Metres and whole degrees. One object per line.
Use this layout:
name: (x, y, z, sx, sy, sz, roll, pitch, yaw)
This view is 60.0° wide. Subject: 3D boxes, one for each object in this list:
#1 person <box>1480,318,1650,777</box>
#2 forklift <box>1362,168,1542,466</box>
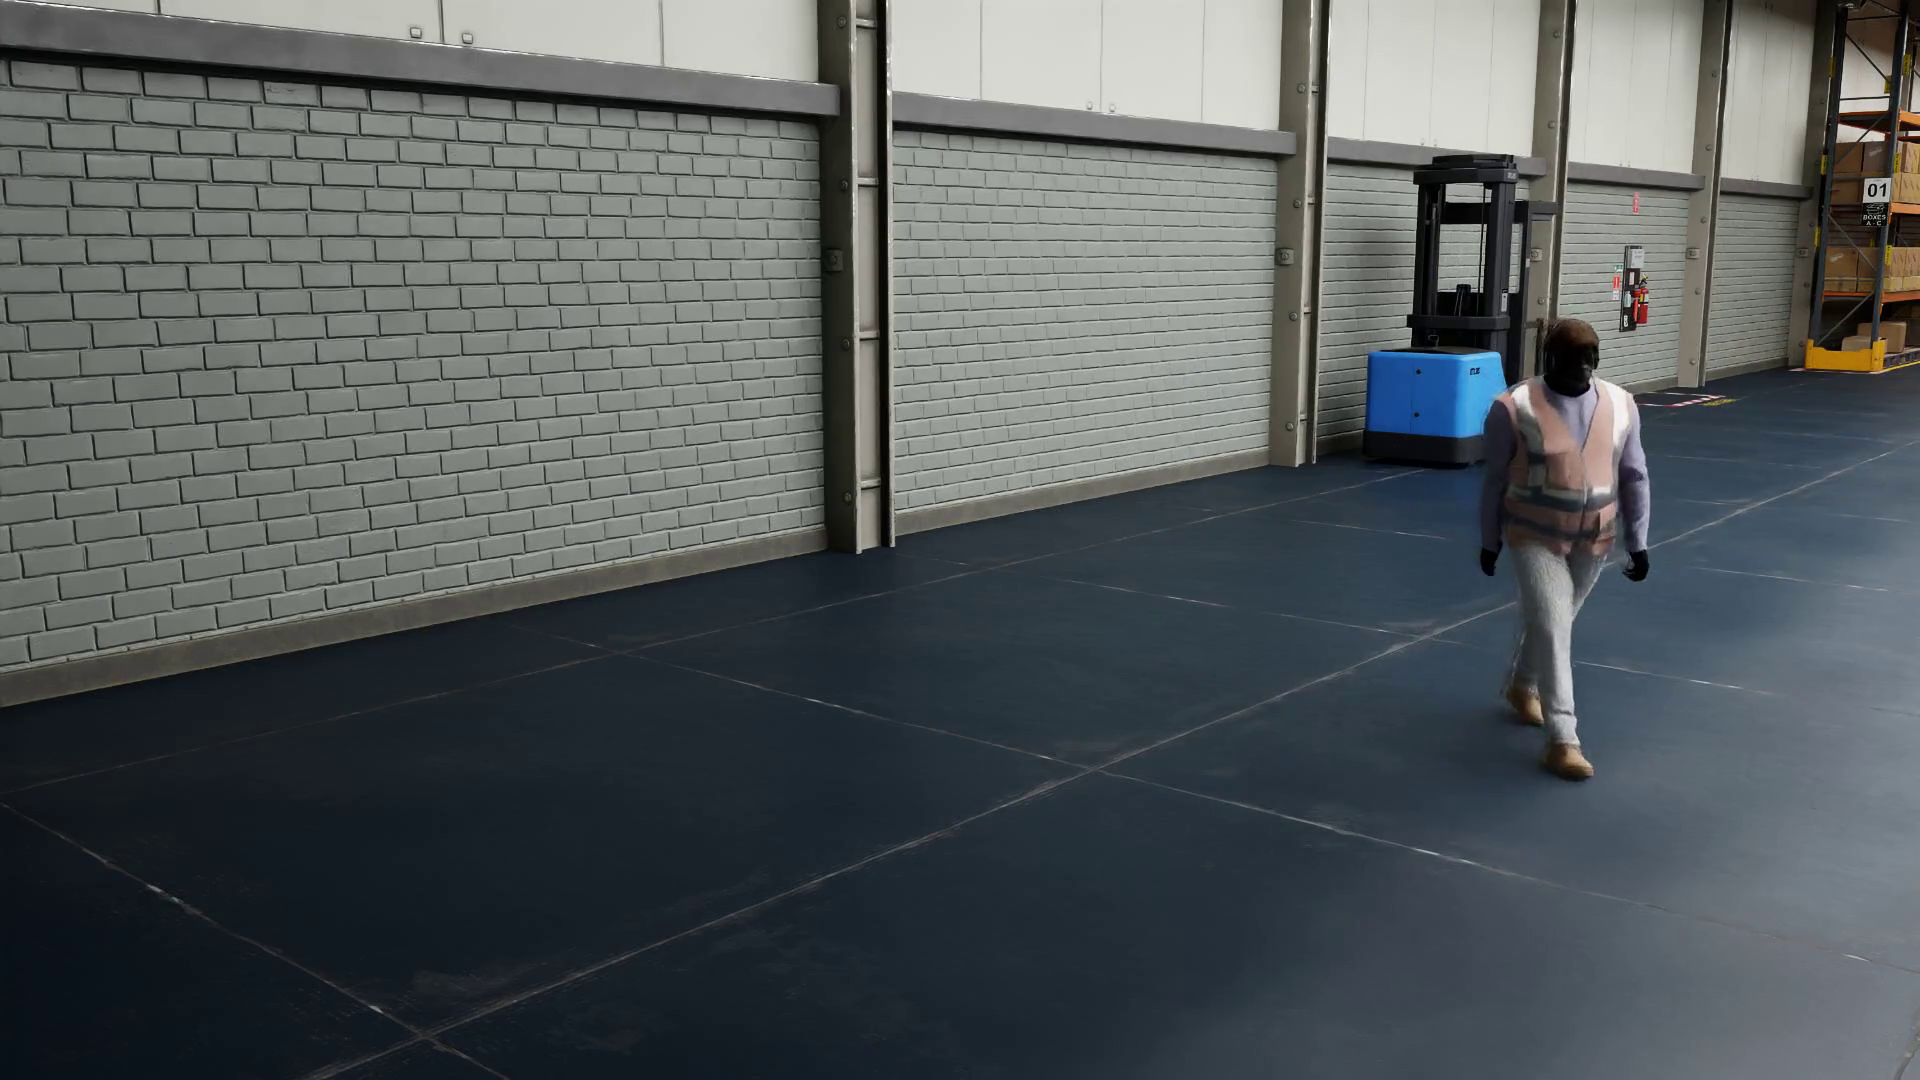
person: (2.461, -0.020, 6.848, 0.633, 1.792, 1.013, -1, 10, -5)
forklift: (4.875, -2.212, 16.287, 1.129, 2.768, 1.873, 8, 13, 40)
